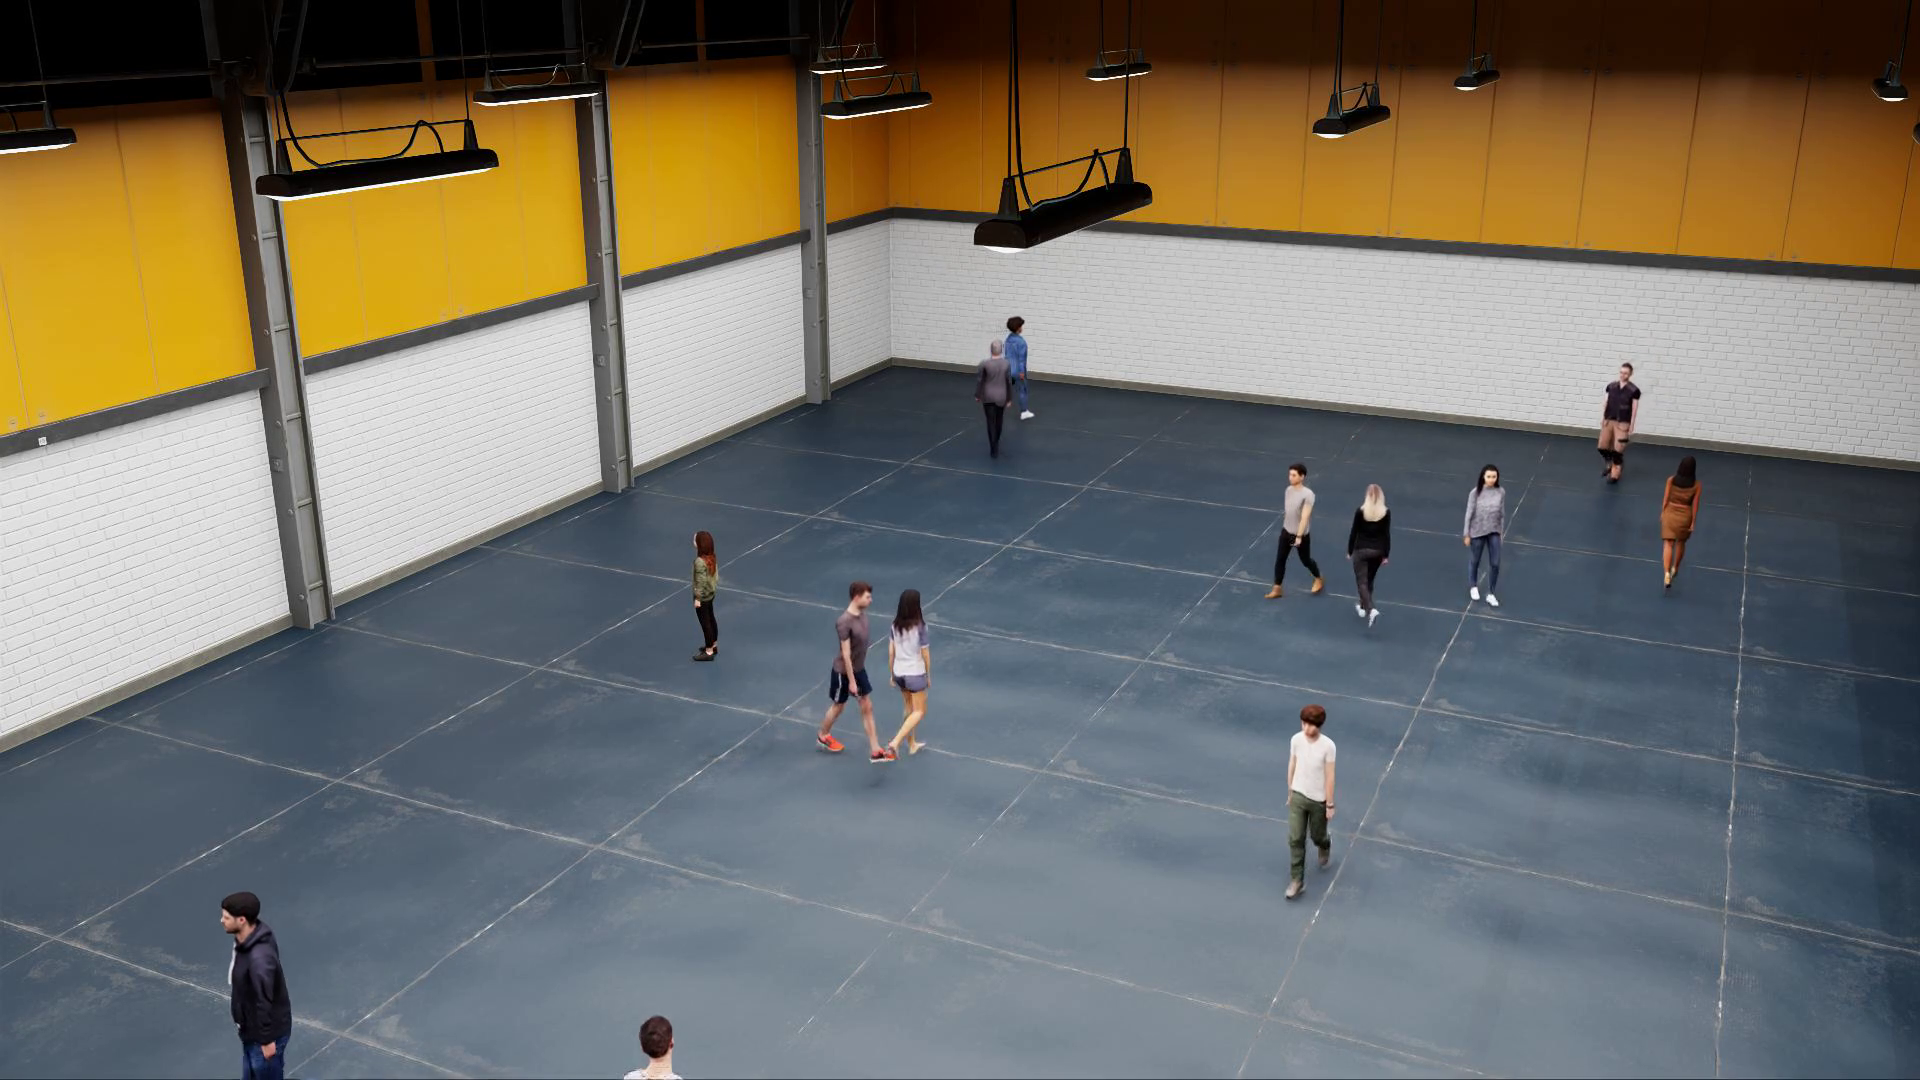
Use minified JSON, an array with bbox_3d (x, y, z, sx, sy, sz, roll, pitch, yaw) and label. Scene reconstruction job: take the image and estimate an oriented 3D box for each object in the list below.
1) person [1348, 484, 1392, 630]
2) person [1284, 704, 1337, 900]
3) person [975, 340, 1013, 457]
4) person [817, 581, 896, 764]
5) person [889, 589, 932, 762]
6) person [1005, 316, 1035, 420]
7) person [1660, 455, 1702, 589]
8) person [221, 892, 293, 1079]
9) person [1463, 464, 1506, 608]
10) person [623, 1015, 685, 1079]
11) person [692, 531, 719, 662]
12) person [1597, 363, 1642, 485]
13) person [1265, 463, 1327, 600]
[{"bbox_3d":[4.739,0.213,19.228,0.917,1.655,1.155,0,19,1],"label":"person"},{"bbox_3d":[2.909,2.102,13.651,0.649,1.635,1.003,12,22,31],"label":"person"},{"bbox_3d":[0.551,-2.195,26.163,1.155,1.794,1.308,-3,19,-9],"label":"person"},{"bbox_3d":[-1.130,1.258,15.895,0.804,1.802,1.130,10,21,27],"label":"person"},{"bbox_3d":[-0.515,1.336,15.809,0.654,1.709,0.941,11,22,30],"label":"person"},{"bbox_3d":[0.881,-2.881,28.211,1.204,1.786,1.012,-13,23,-34],"label":"person"},{"bbox_3d":[8.805,-0.192,20.436,0.575,1.653,1.058,8,20,21],"label":"person"},{"bbox_3d":[-4.282,3.050,10.468,1.132,1.870,1.026,-9,21,-25],"label":"person"},{"bbox_3d":[6.318,-0.109,20.091,0.832,1.715,0.940,1,19,3],"label":"person"},{"bbox_3d":[-1.625,3.555,9.078,0.697,1.799,0.854,9,21,26],"label":"person"},{"bbox_3d":[-2.814,0.601,18.359,0.695,1.476,0.546,2,19,7],"label":"person"},{"bbox_3d":[9.866,-1.760,24.816,0.825,1.828,0.809,-17,25,-41],"label":"person"},{"bbox_3d":[4.142,-0.101,20.110,1.199,1.687,0.951,-14,23,-35],"label":"person"}]
